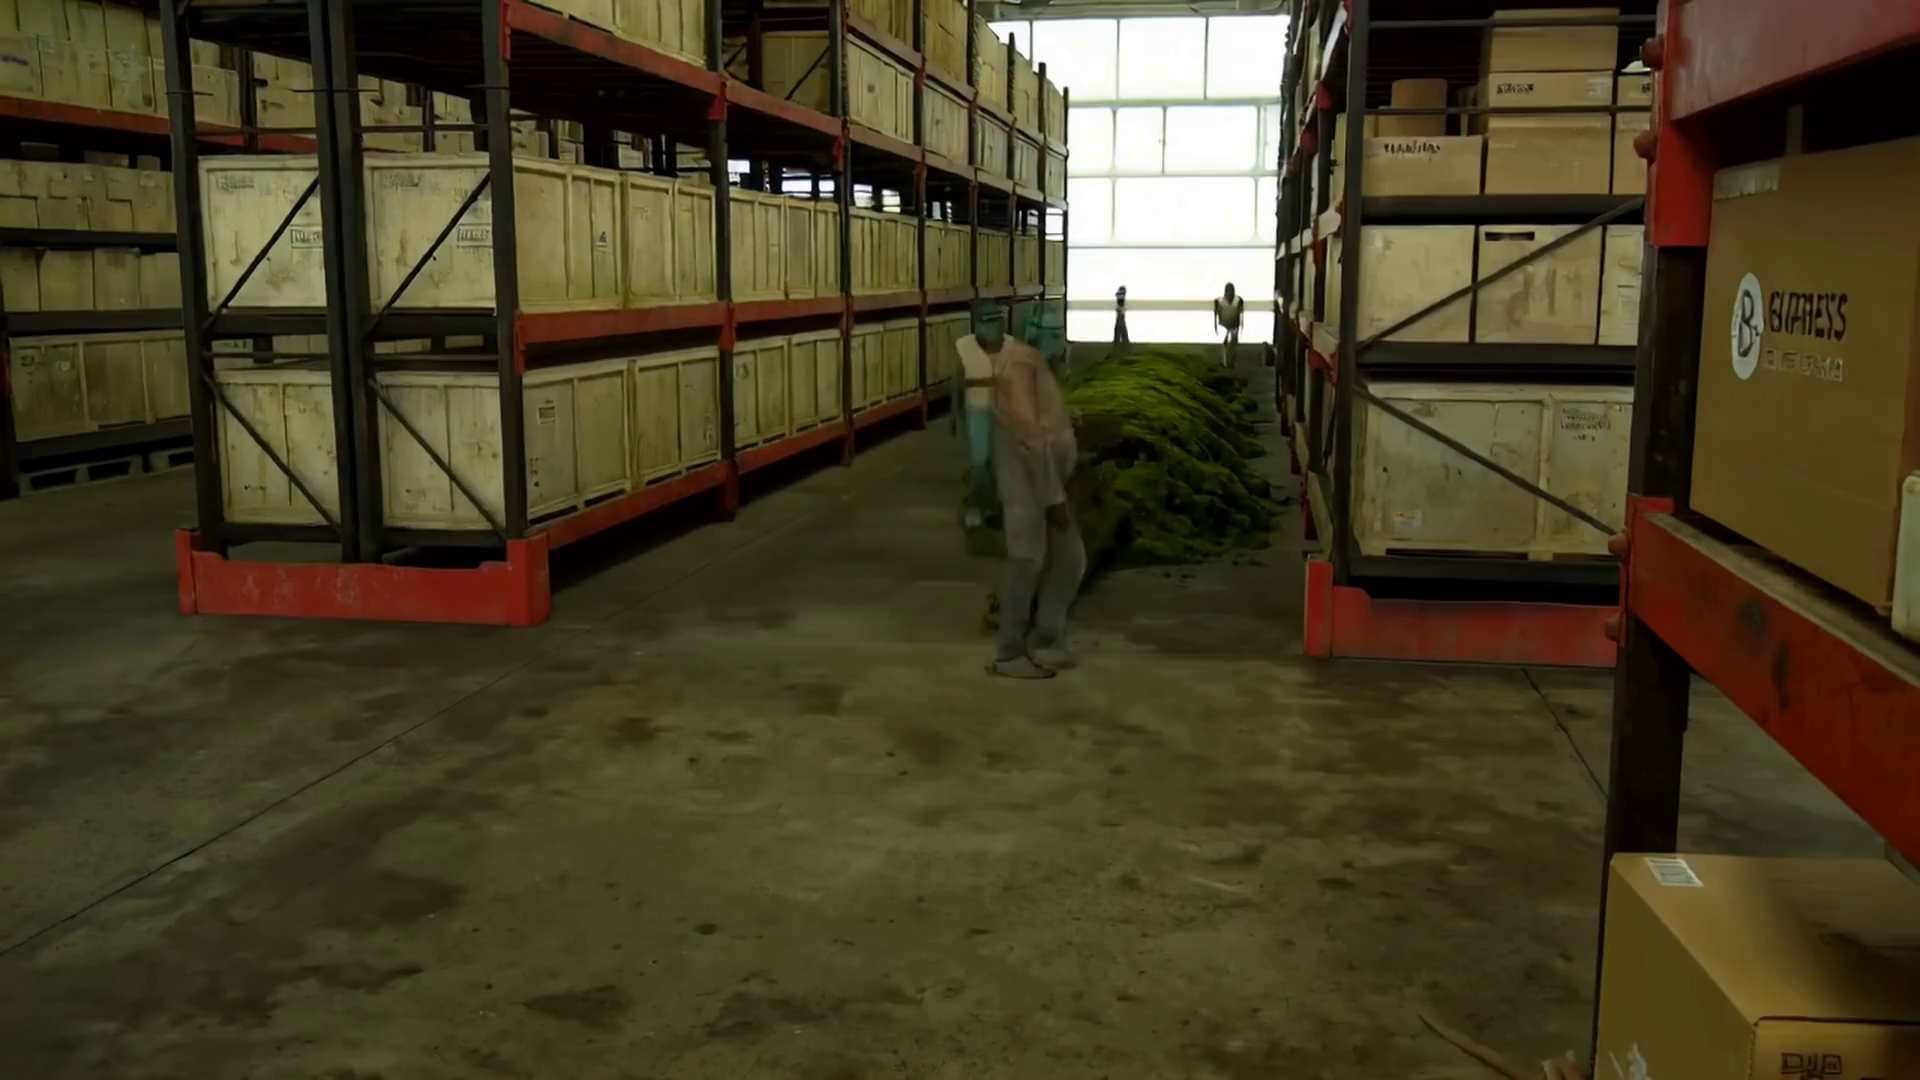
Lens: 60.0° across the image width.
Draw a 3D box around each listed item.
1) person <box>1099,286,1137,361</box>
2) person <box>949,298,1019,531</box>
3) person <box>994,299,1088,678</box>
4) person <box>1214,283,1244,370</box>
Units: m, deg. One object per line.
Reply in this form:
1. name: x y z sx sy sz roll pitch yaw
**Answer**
1. person: 3.585 -4.910 37.766 0.816 1.712 0.493 2 9 10
2. person: 0.223 -0.972 12.979 0.590 1.825 0.448 -3 10 -19
3. person: 0.432 -0.234 8.214 0.589 1.888 0.648 2 9 13
4. person: 5.613 -4.468 34.763 0.625 1.812 0.831 1 9 8
